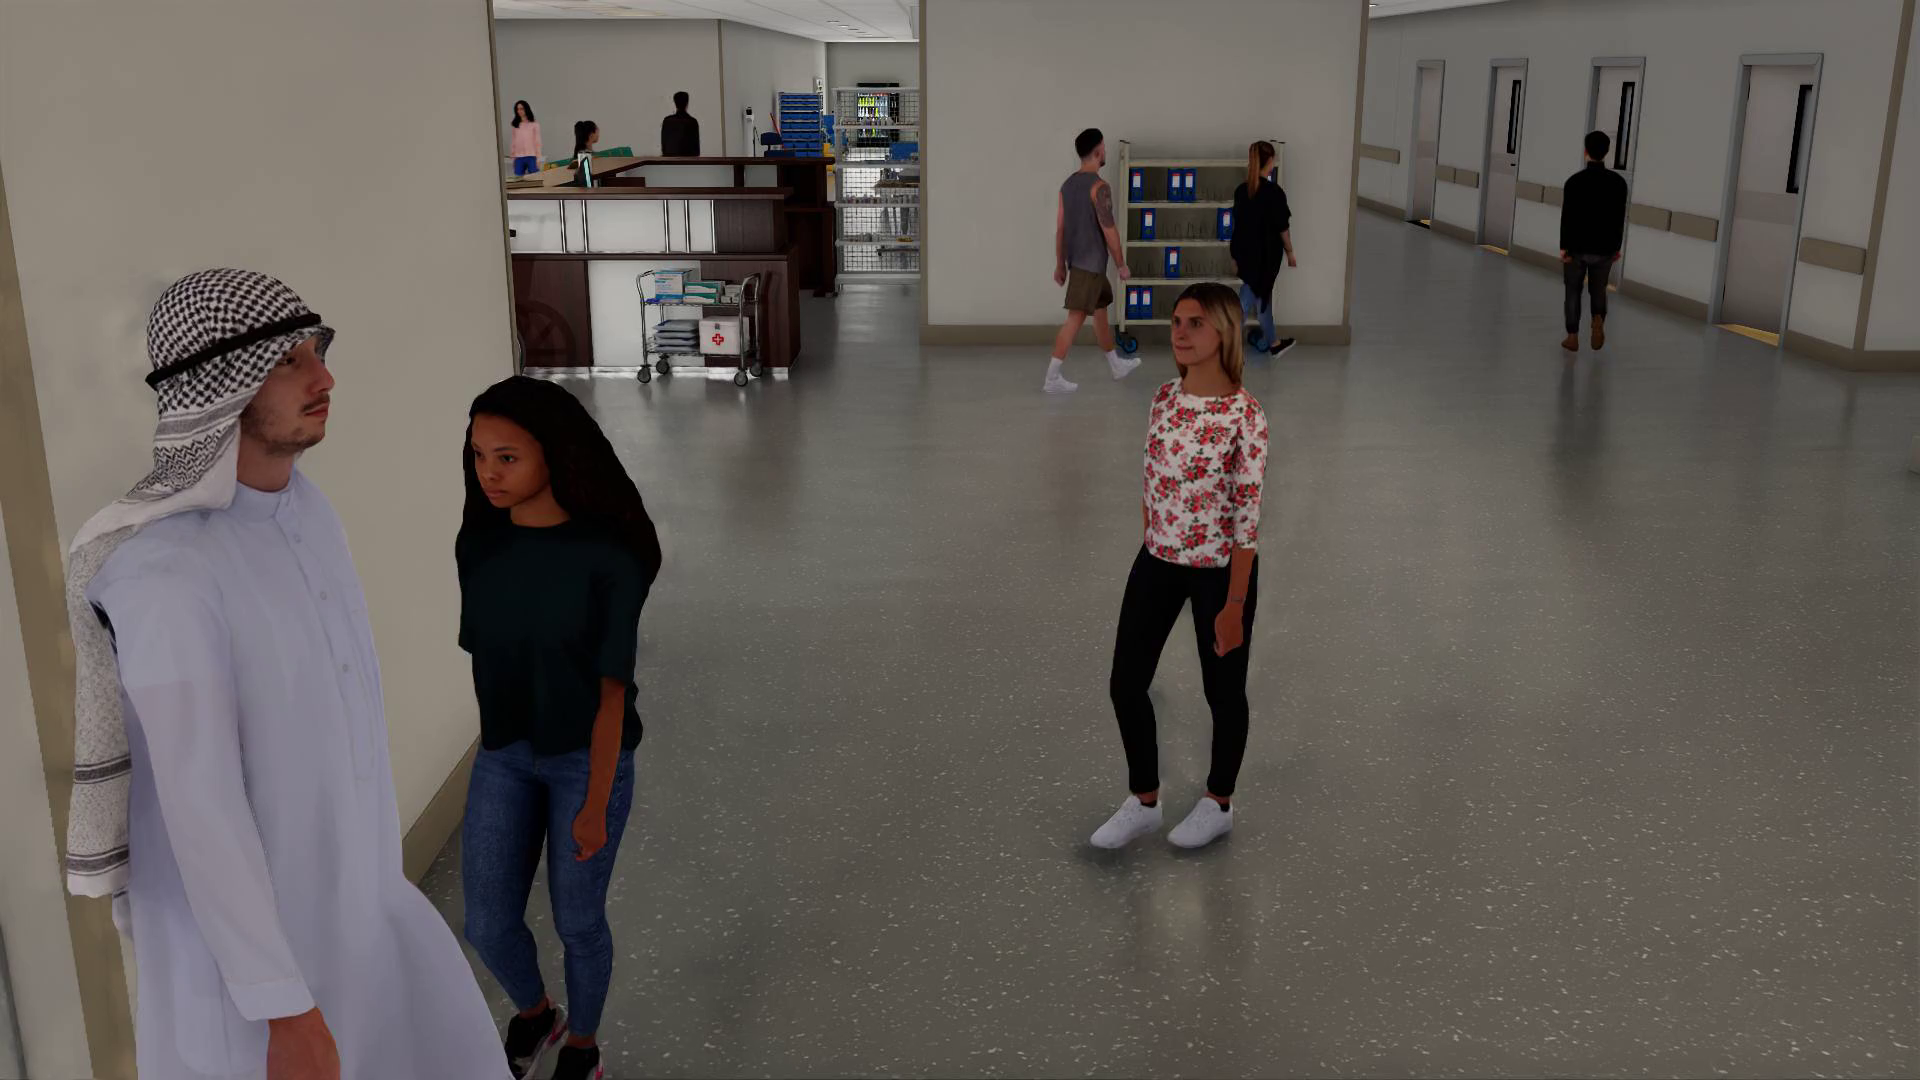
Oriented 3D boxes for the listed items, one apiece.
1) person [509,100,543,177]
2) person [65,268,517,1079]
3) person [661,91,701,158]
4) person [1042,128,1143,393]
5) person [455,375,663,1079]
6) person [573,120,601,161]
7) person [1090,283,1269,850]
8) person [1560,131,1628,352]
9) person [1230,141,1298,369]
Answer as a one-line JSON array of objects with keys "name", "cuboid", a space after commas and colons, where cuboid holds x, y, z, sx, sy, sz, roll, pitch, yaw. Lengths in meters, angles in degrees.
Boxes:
[{"name": "person", "cuboid": [-6.279, -5.497, 24.211, 0.541, 1.765, 0.751, 3, 16, 10]}, {"name": "person", "cuboid": [-1.066, 0.591, 2.410, 1.286, 1.876, 0.820, 2, 16, 6]}, {"name": "person", "cuboid": [-3.548, -4.638, 20.966, 1.193, 1.872, 0.927, 3, 16, 10]}, {"name": "person", "cuboid": [0.826, -1.883, 11.532, 1.270, 1.793, 1.038, -9, 18, -30]}, {"name": "person", "cuboid": [-0.785, 0.443, 3.451, 0.588, 1.597, 0.708, 5, 16, 16]}, {"name": "person", "cuboid": [-3.898, -3.423, 17.060, 0.988, 1.654, 0.987, 11, 19, 33]}, {"name": "person", "cuboid": [0.720, 0.086, 4.678, 0.788, 1.618, 0.848, 15, 22, 43]}, {"name": "person", "cuboid": [4.944, -2.306, 12.995, 0.784, 1.710, 0.757, 2, 16, 7]}, {"name": "person", "cuboid": [2.105, -2.028, 12.155, 1.197, 1.630, 1.018, -10, 18, -31]}]
